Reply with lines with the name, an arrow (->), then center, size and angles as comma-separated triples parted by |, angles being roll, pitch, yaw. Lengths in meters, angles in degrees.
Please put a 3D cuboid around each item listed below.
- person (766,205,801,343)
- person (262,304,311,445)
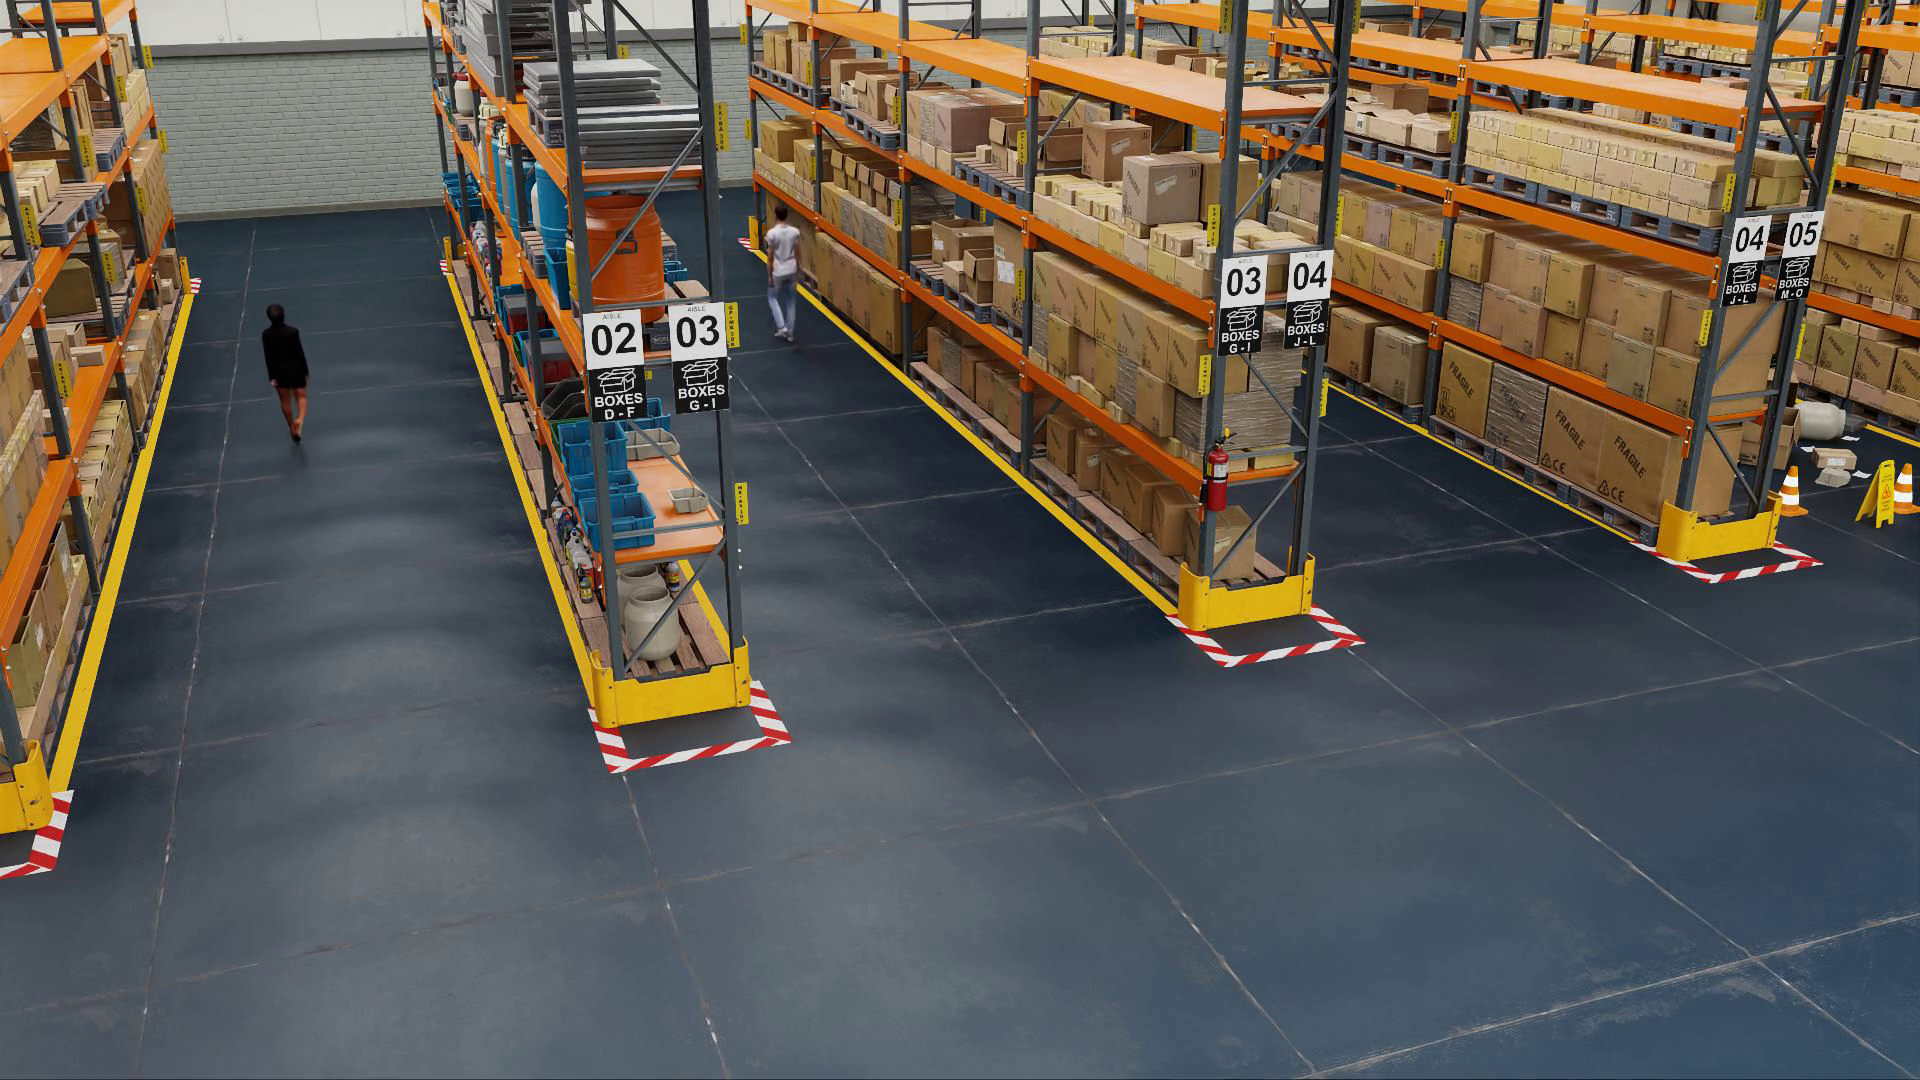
person -> -2.320, -3.547, 22.289 | 0.695, 1.839, 0.709 | -11, 25, -25
person -> -7.354, -1.768, 18.228 | 0.612, 1.622, 0.872 | -6, 23, -14
